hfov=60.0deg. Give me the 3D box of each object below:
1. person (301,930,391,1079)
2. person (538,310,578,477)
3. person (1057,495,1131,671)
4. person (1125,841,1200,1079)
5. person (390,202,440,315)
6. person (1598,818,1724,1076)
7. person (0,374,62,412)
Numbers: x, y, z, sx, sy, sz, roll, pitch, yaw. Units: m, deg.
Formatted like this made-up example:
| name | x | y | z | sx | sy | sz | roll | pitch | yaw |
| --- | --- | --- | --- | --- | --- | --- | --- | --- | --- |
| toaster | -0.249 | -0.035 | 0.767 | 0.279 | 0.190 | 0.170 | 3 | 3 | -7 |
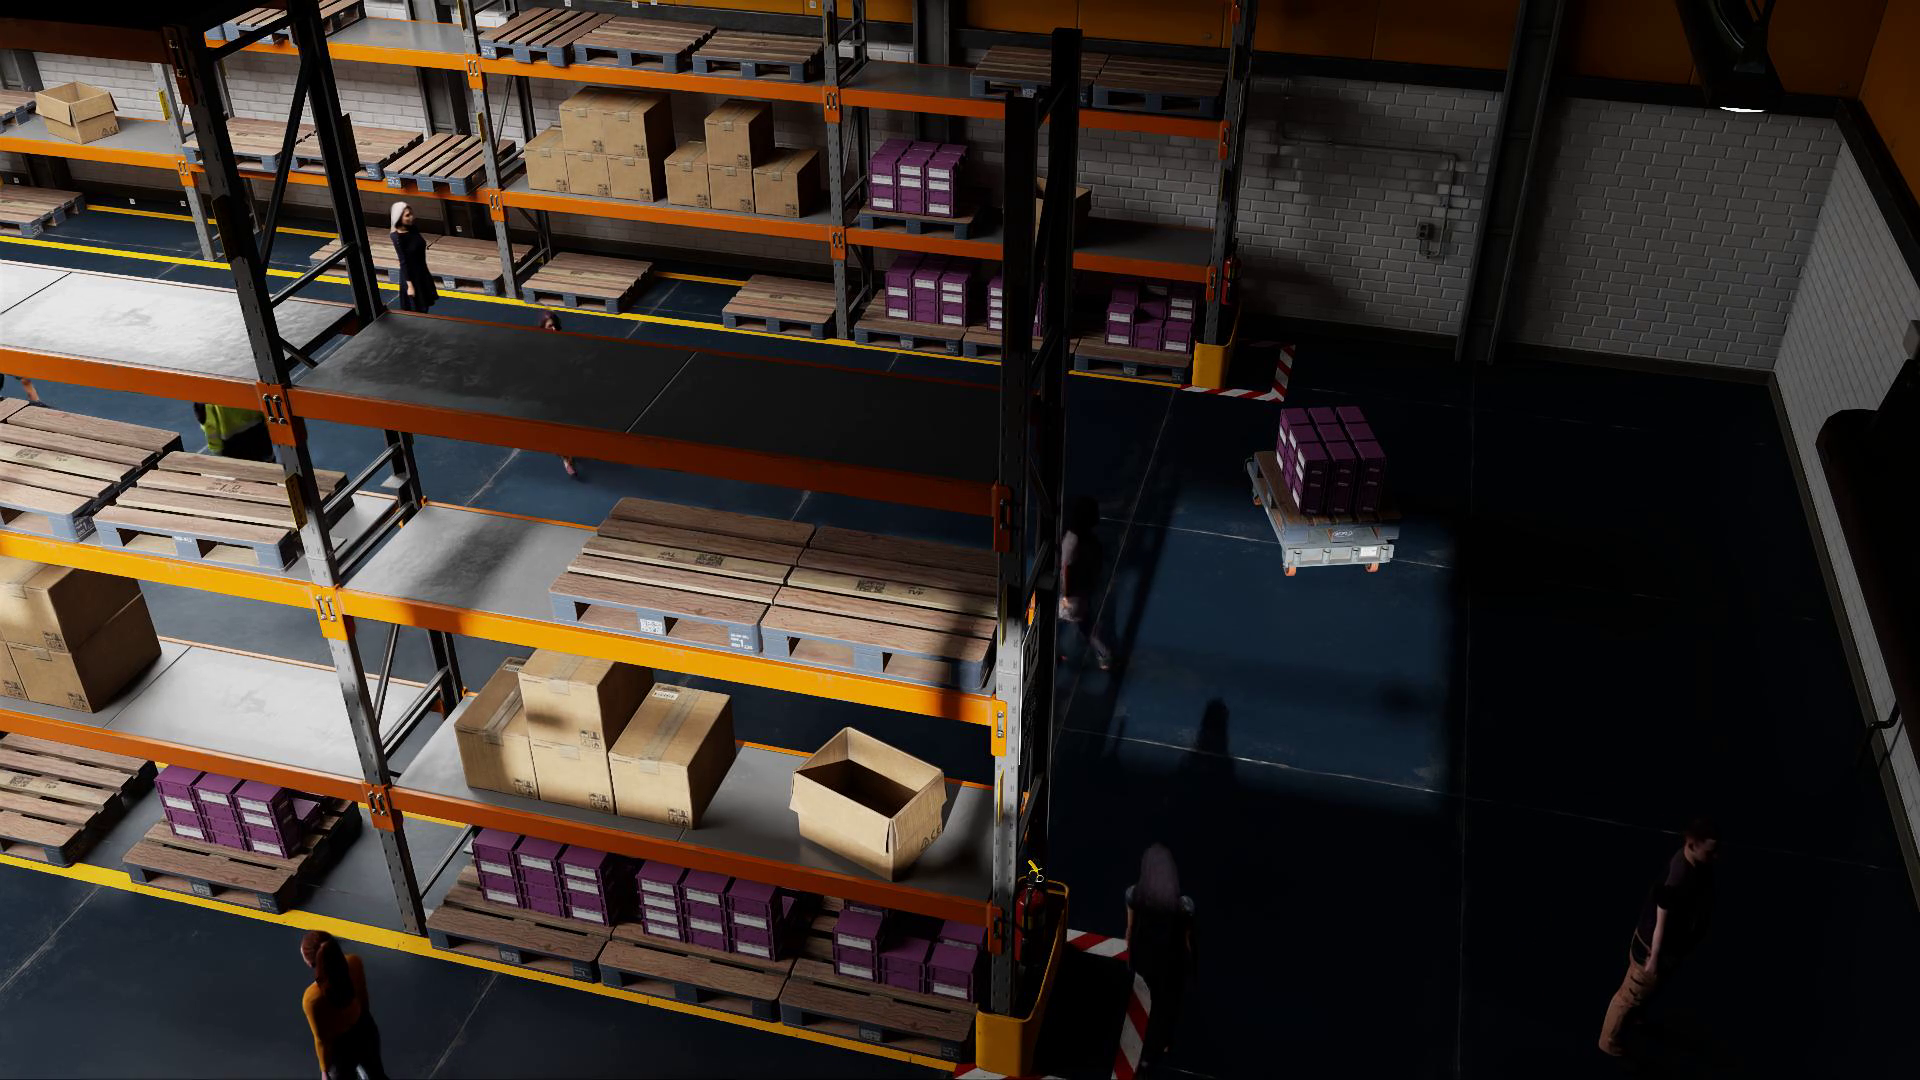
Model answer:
| name | x | y | z | sx | sy | sz | roll | pitch | yaw |
| --- | --- | --- | --- | --- | --- | --- | --- | --- | --- |
| person | -3.337 | 2.780 | 9.156 | 0.623 | 1.751 | 0.638 | 14 | 36 | 21 |
| person | -3.826 | -1.430 | 15.636 | 0.842 | 1.589 | 0.925 | -26 | 41 | -33 |
| person | 0.802 | 0.343 | 12.984 | 1.042 | 1.573 | 0.800 | -1 | 34 | -2 |
| person | 1.134 | 2.510 | 9.606 | 0.802 | 1.703 | 0.699 | 12 | 35 | 17 |
| person | -5.694 | -2.712 | 17.422 | 0.580 | 1.747 | 0.618 | 6 | 34 | 8 |
| person | 4.131 | 2.319 | 9.769 | 0.745 | 1.840 | 0.767 | 25 | 41 | 32 |
| person | -9.508 | -1.789 | 16.336 | 1.052 | 1.412 | 0.770 | -3 | 34 | -5 |
